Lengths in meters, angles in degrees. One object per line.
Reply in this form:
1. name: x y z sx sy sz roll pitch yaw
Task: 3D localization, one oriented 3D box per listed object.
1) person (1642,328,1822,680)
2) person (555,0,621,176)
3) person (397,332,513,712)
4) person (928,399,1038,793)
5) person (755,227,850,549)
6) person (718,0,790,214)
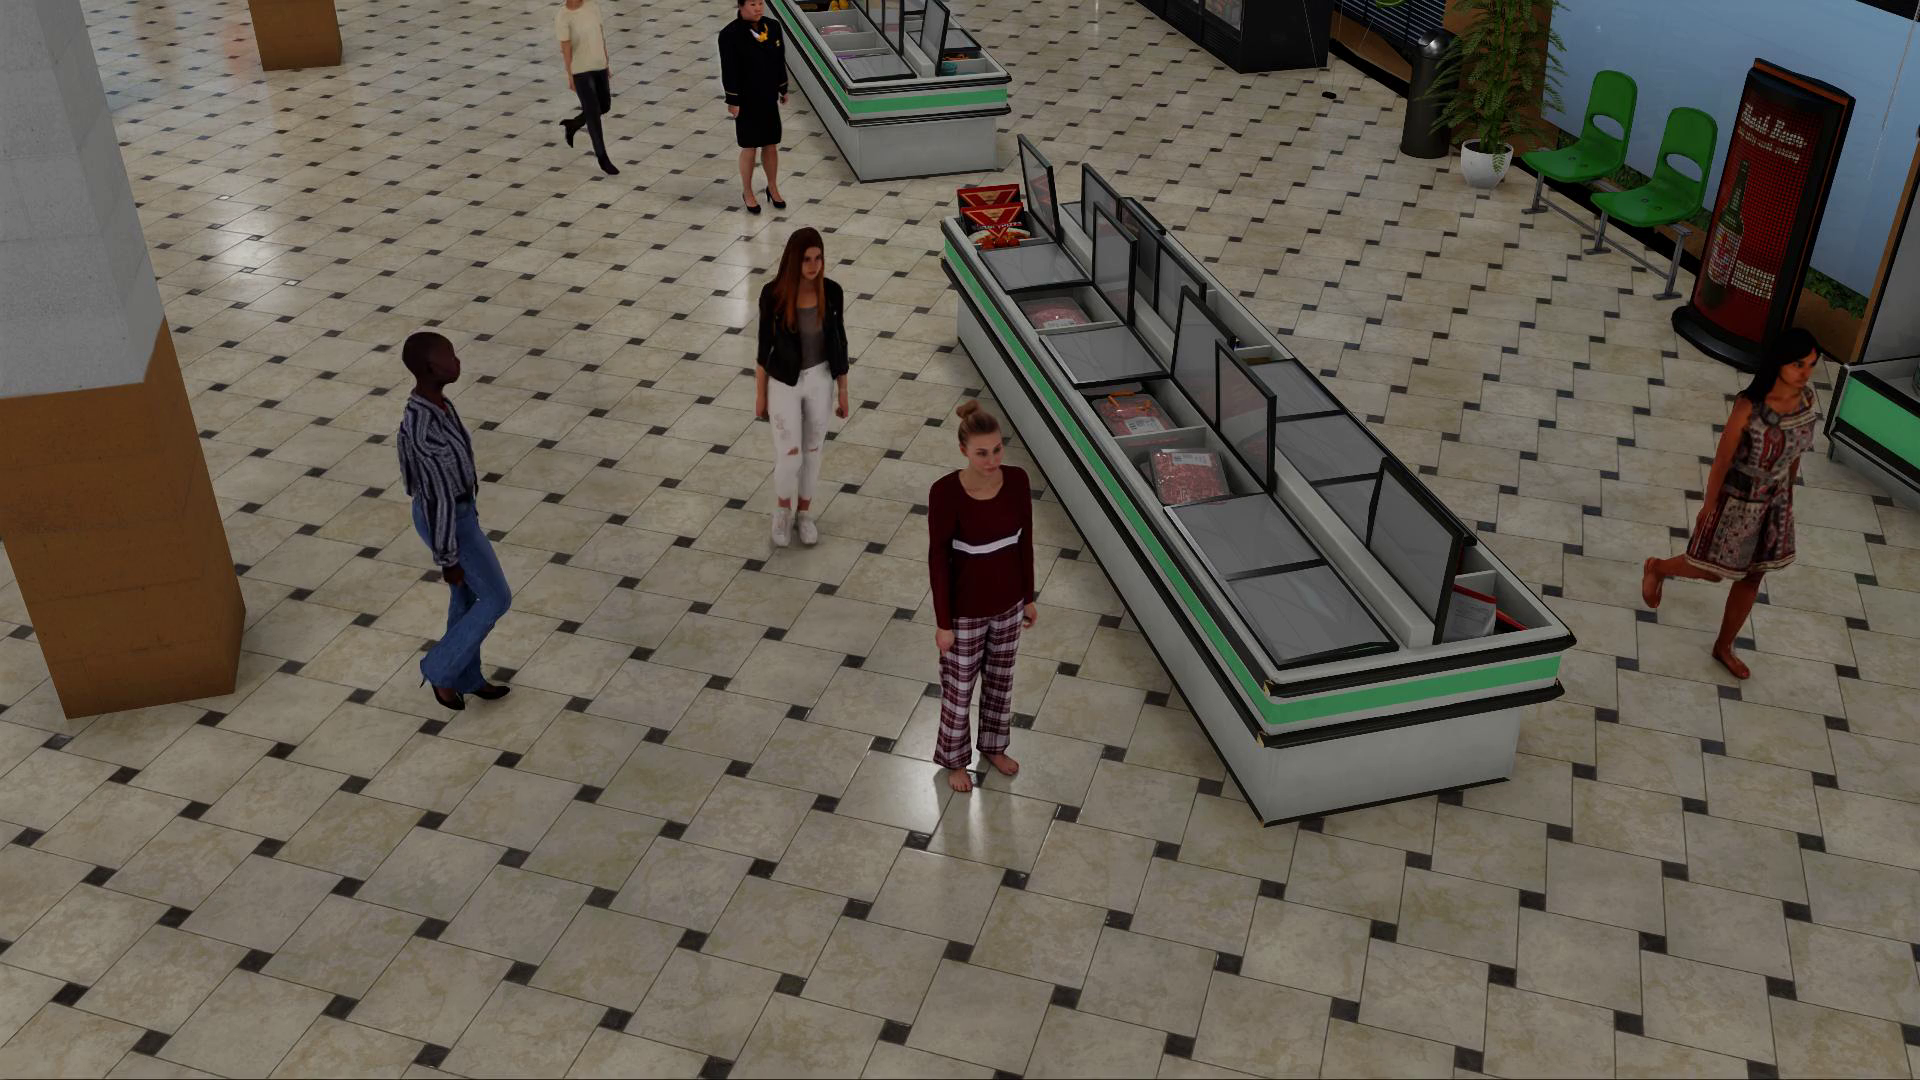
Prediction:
1. person: 3.431 -0.204 7.355 0.658 1.631 0.896 -10 33 -16
2. person: -2.942 -3.665 12.972 0.997 1.572 0.922 19 37 28
3. person: -2.196 -0.010 6.900 0.700 1.782 0.597 -7 33 -12
4. person: 0.083 0.241 6.577 0.661 1.698 0.586 -17 36 -25
5. person: -0.800 -0.774 8.217 0.634 1.688 0.603 -9 33 -14
6. person: -1.489 -3.235 12.188 0.775 1.671 0.763 -22 38 -31
